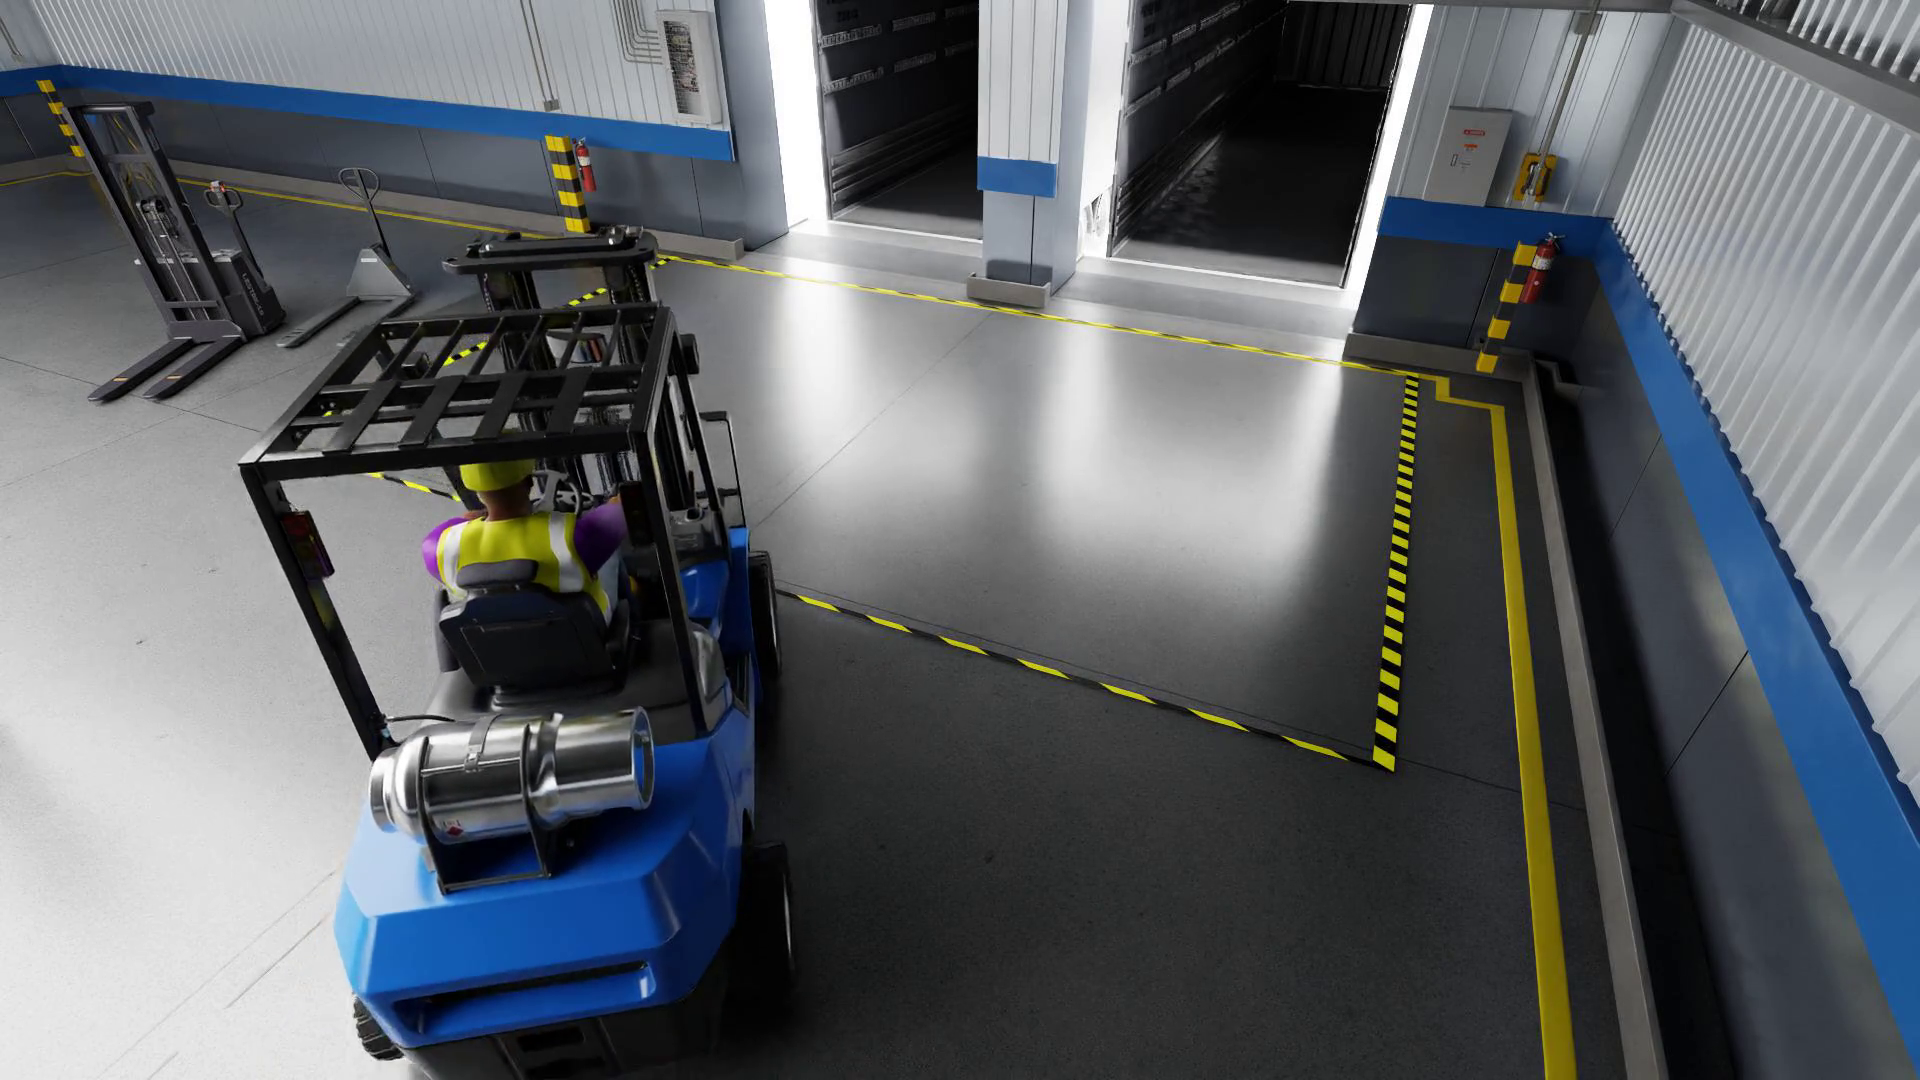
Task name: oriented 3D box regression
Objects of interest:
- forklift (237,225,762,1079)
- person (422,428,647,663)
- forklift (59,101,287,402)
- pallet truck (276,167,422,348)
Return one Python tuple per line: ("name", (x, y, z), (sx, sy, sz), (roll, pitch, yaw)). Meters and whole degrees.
("forklift", (-1.441, 0.206, 3.414), (1.157, 2.036, 2.680), (-6, 35, -8))
("person", (-1.444, 0.019, 3.356), (0.635, 1.294, 1.004), (-6, 35, -8))
("forklift", (-6.686, -2.387, 7.434), (0.823, 1.965, 1.885), (-3, 35, -5))
("pallet truck", (-5.732, -2.611, 8.414), (0.680, 1.201, 1.601), (-1, 35, -1))
